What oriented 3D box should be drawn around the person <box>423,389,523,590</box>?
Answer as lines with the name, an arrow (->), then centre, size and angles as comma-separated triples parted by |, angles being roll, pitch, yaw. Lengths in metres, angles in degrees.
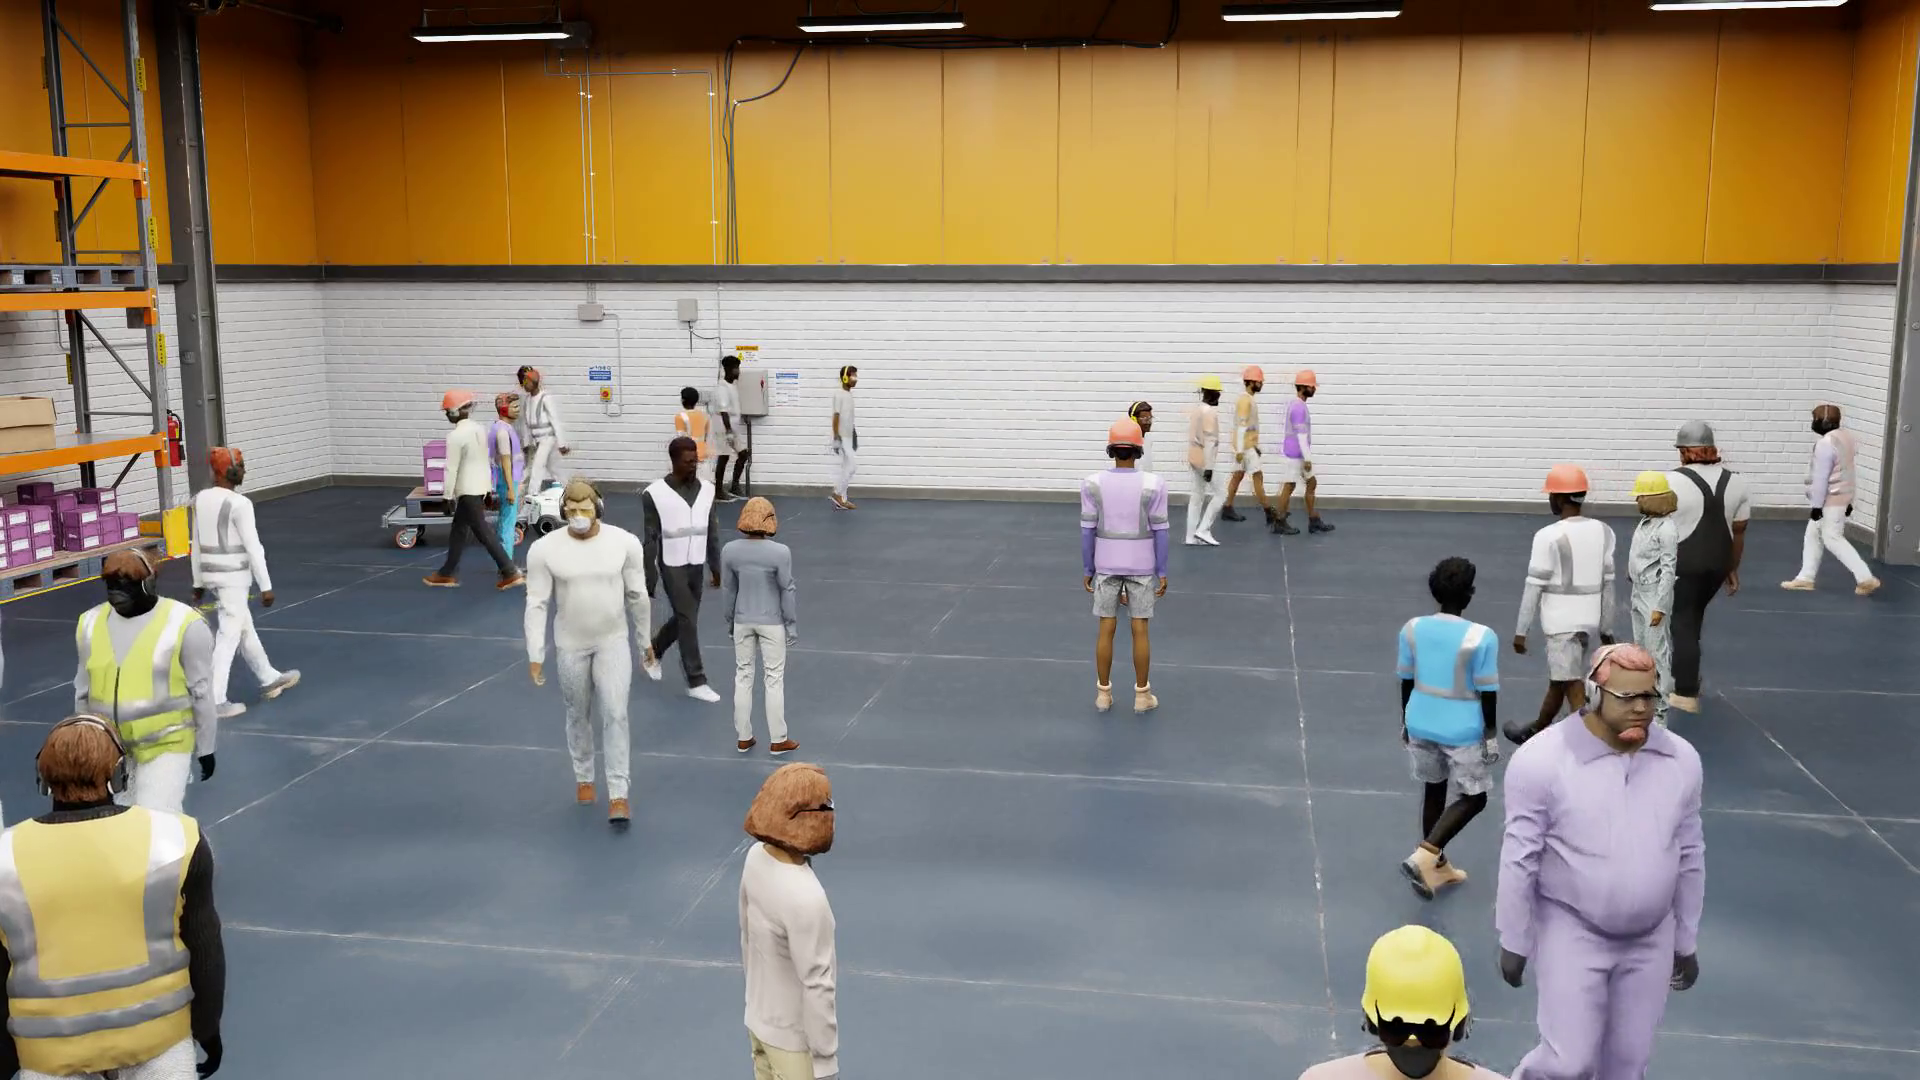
person -> -4.648, -0.469, 15.838 | 1.058, 1.936, 0.623 | 1, 9, 9

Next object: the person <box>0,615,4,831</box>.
person -> -4.925, 0.787, 8.010 | 0.632, 1.940, 0.370 | 1, 9, 4

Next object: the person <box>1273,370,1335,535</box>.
person -> 4.013, -0.993, 19.125 | 0.831, 1.904, 0.579 | 2, 9, 12

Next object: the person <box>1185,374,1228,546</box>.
person -> 2.724, -0.870, 18.365 | 0.515, 1.907, 0.608 | -2, 9, -10

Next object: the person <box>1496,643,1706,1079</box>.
person -> 2.040, 1.242, 5.316 | 0.665, 1.890, 0.538 | -1, 9, -8

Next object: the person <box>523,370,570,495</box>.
person -> -5.231, -1.246, 21.004 | 1.004, 1.828, 0.612 | -7, 12, -38

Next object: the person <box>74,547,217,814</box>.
person -> -3.698, 0.912, 7.625 | 0.633, 1.820, 0.797 | 1, 9, 5

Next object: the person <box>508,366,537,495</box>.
person -> -5.586, -1.307, 21.299 | 0.523, 1.833, 0.792 | 4, 10, 25

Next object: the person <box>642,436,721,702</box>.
person -> -2.040, 0.178, 11.988 | 0.908, 1.883, 0.597 | 9, 13, 43

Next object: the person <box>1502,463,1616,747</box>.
person -> 3.581, 0.481, 10.021 | 0.561, 1.890, 0.994 | -4, 10, -25

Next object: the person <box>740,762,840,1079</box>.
person -> -0.485, 1.446, 4.861 | 0.264, 1.631, 0.508 | -5, 10, -27

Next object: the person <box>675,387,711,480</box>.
person -> -3.263, -0.993, 19.897 | 0.811, 1.656, 0.544 | 8, 12, 39

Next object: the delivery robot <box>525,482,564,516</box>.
delivery robot -> -4.747, -0.437, 19.590 | 0.707, 0.478, 0.477 | -6, 11, -34

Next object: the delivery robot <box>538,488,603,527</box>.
delivery robot -> -4.465, -0.361, 19.114 | 0.707, 0.478, 0.477 | 0, 9, -2

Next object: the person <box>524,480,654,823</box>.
person -> -2.047, 0.616, 9.198 | 0.687, 1.895, 0.935 | -2, 9, -11

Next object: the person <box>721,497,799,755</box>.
person -> -1.258, 0.539, 10.484 | 0.498, 1.633, 0.282 | 3, 10, 19

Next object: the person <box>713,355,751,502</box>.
person -> -2.985, -1.454, 21.871 | 0.623, 1.943, 0.642 | 1, 9, 8

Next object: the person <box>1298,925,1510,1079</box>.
person -> 0.912, 1.621, 3.379 | 0.560, 1.749, 0.426 | 4, 10, 24

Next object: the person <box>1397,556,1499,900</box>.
person -> 2.309, 0.914, 7.979 | 0.545, 1.684, 0.545 | -7, 12, -37

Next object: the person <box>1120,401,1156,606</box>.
person -> 1.619, -0.330, 15.163 | 0.319, 1.865, 0.521 | 7, 11, 36

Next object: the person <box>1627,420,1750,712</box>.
person -> 5.073, 0.133, 11.741 | 0.697, 2.000, 0.899 | -2, 9, -13

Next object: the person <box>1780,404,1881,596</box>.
person -> 8.250, -0.369, 15.597 | 0.829, 1.813, 0.629 | 7, 11, 36

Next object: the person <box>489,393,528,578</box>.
person -> -4.513, -0.541, 16.535 | 0.377, 1.841, 0.569 | -3, 10, -18

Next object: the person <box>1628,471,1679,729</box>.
person -> 4.545, 0.405, 11.003 | 0.311, 1.736, 0.483 | 0, 9, 3

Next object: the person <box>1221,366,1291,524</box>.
person -> 3.596, -1.139, 20.070 | 0.924, 1.895, 0.557 | 2, 9, 12

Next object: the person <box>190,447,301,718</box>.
person -> -4.961, 0.271, 11.521 | 0.607, 1.835, 0.887 | 6, 11, 33

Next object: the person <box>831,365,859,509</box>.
person -> -1.431, -1.297, 21.199 | 0.416, 1.851, 0.565 | 3, 10, 17

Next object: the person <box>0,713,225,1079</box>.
person -> -2.366, 1.383, 4.606 | 0.625, 1.843, 0.430 | -4, 10, -25

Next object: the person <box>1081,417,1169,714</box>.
person -> 1.132, 0.180, 11.434 | 0.607, 2.048, 0.366 | 2, 9, 14
